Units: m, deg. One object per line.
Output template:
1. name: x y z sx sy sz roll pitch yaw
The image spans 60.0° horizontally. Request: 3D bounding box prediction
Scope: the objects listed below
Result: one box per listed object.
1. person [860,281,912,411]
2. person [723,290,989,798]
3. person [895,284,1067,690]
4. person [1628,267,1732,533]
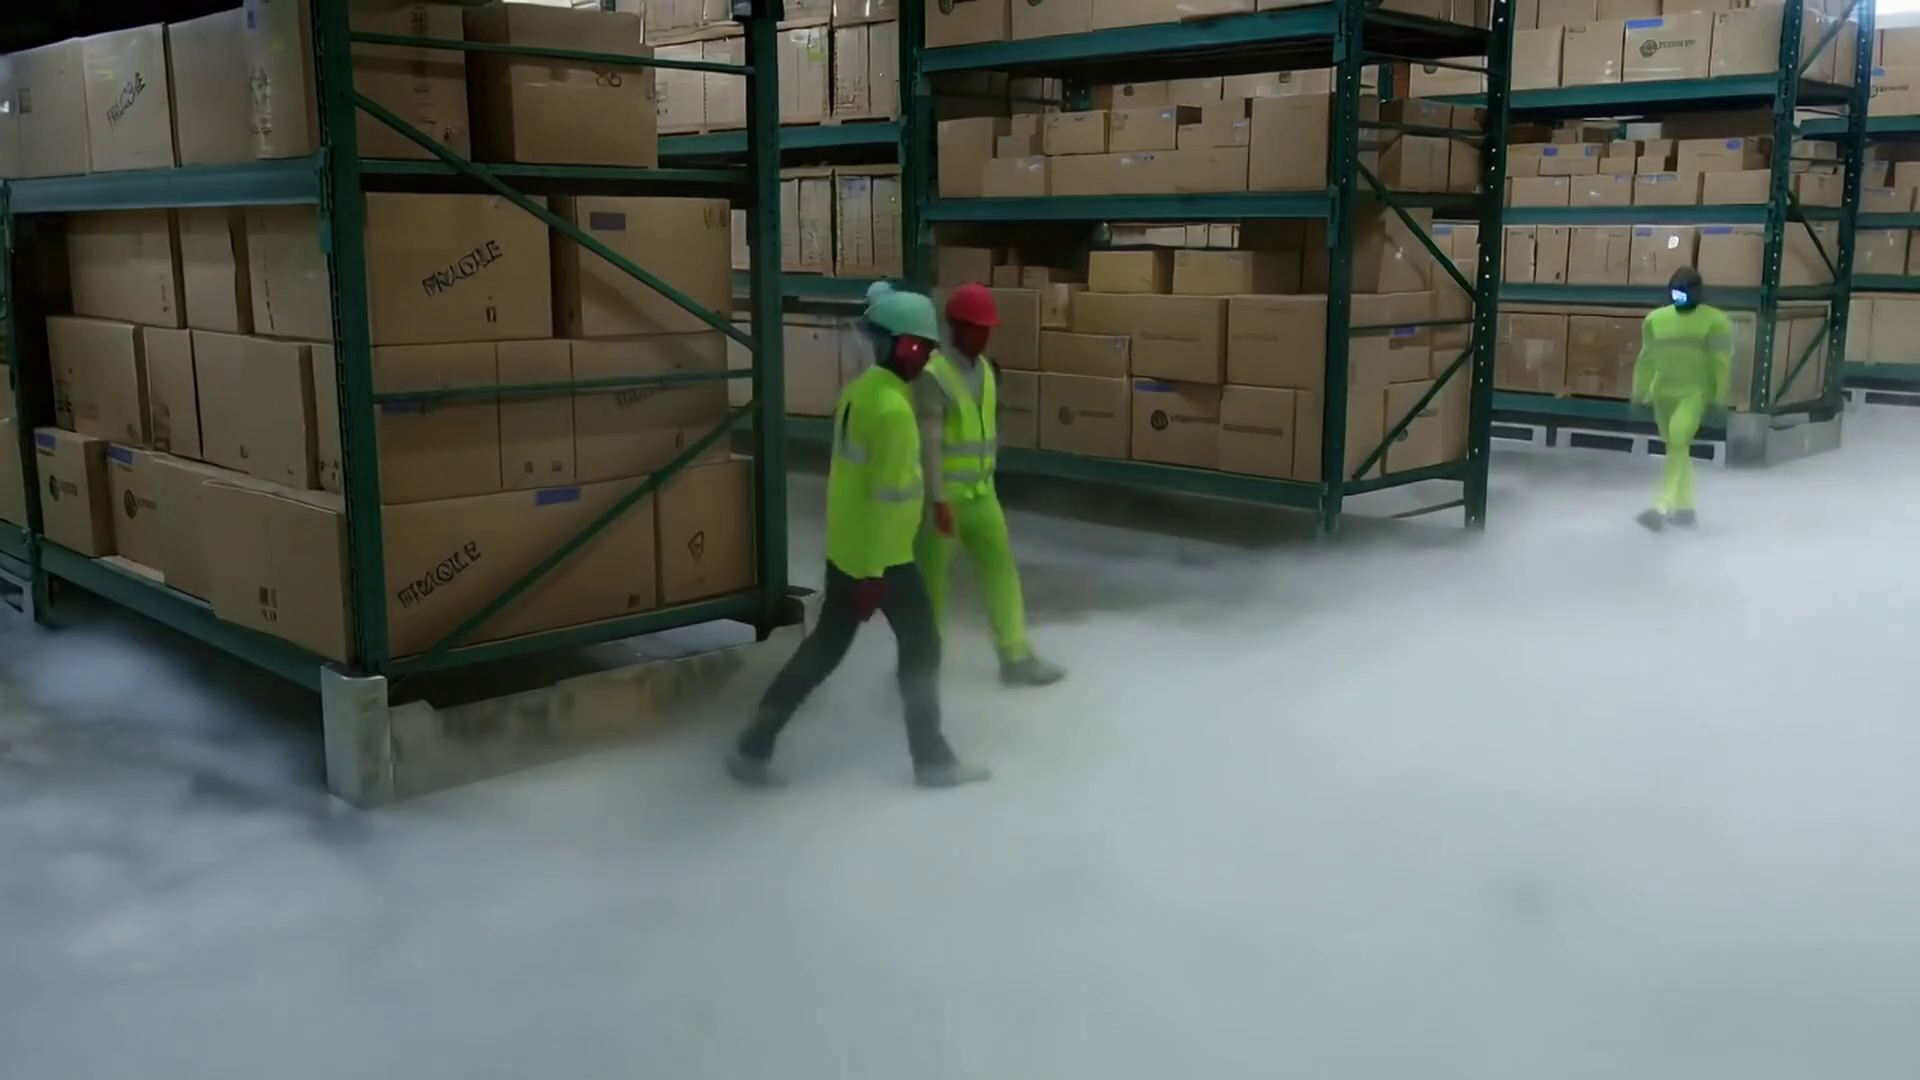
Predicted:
1. person: -0.498 -0.856 11.412 0.419 1.818 0.623 5 12 27
2. person: -0.409 0.041 6.220 1.000 1.944 0.653 -4 11 -21
3. person: 0.063 -0.220 7.721 0.986 1.897 0.626 10 14 43
4. person: 5.117 -1.001 11.977 0.991 1.894 0.655 -8 13 -37
